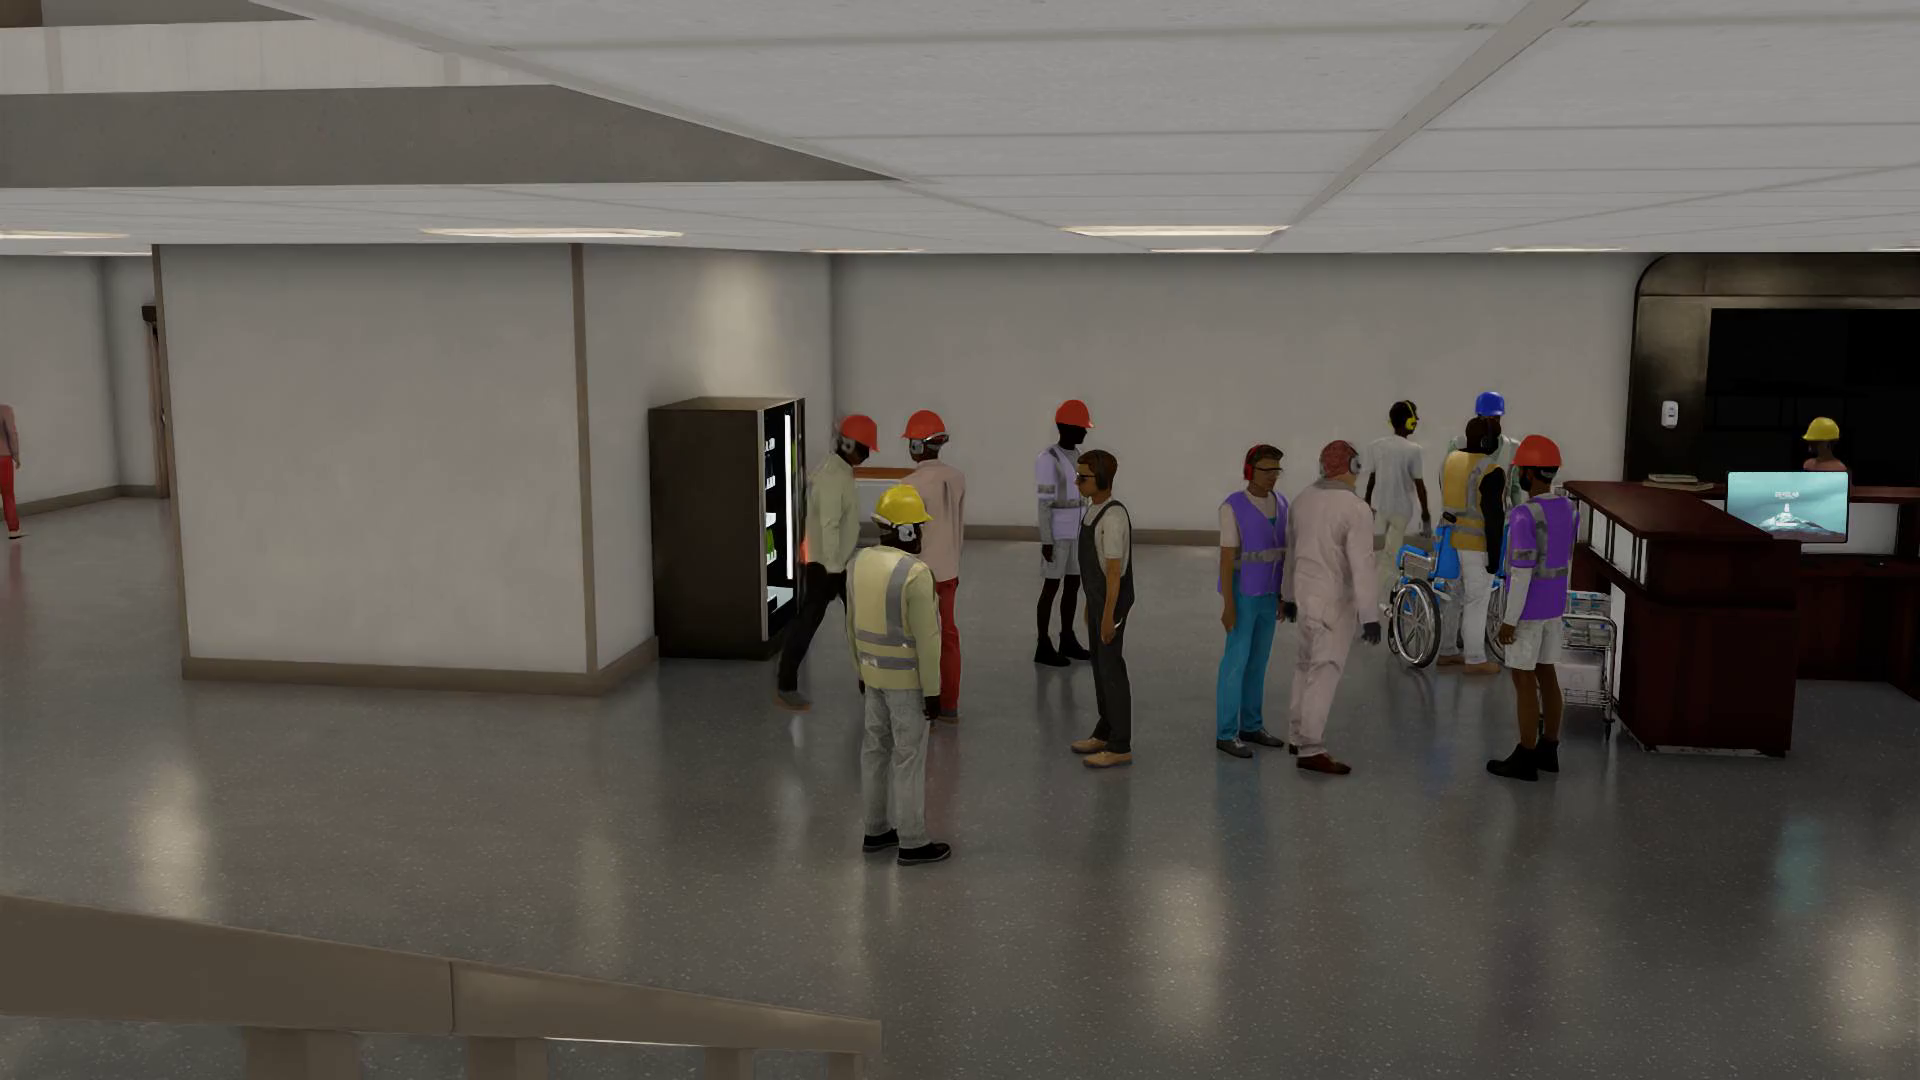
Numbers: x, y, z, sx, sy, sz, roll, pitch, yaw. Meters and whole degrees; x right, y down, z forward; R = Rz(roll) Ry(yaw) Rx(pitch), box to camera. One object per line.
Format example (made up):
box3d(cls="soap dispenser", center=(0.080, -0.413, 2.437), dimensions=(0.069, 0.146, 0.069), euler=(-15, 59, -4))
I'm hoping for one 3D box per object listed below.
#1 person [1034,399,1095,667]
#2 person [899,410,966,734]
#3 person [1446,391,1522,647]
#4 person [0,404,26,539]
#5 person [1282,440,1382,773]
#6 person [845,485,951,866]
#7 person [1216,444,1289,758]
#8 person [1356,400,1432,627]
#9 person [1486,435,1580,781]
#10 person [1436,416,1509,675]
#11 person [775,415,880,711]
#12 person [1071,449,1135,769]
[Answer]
box3d(cls="person", center=(0.780, -0.055, 12.038), dimensions=(0.389, 1.928, 0.550), euler=(8, 12, 41))
box3d(cls="person", center=(-0.199, 0.194, 10.287), dimensions=(0.381, 1.994, 0.619), euler=(6, 11, 34))
box3d(cls="person", center=(3.951, -0.154, 12.573), dimensions=(0.604, 1.949, 0.389), euler=(0, 9, -3))
box3d(cls="person", center=(-10.240, -0.878, 17.611), dimensions=(0.533, 1.766, 0.319), euler=(-2, 10, -15))
box3d(cls="person", center=(2.115, 0.374, 9.522), dimensions=(0.446, 1.887, 0.771), euler=(-4, 10, -21))
box3d(cls="person", center=(-0.287, 0.644, 8.011), dimensions=(0.404, 1.831, 0.600), euler=(-8, 12, -41))
box3d(cls="person", center=(1.717, 0.345, 9.835), dimensions=(0.569, 1.839, 0.374), euler=(-9, 13, -43))
box3d(cls="person", center=(3.488, -0.206, 13.317), dimensions=(0.990, 1.823, 0.553), euler=(-6, 11, -34))
box3d(cls="person", center=(3.201, 0.376, 9.337), dimensions=(0.552, 1.935, 0.366), euler=(-8, 12, -39))
box3d(cls="person", center=(3.634, 0.037, 11.765), dimensions=(0.429, 1.837, 0.626), euler=(-3, 10, -20))
box3d(cls="person", center=(-0.754, 0.143, 10.849), dimensions=(0.992, 1.901, 0.710), euler=(1, 9, 5))
box3d(cls="person", center=(0.822, 0.388, 9.589), dimensions=(0.350, 1.837, 0.503), euler=(-1, 9, -9))
